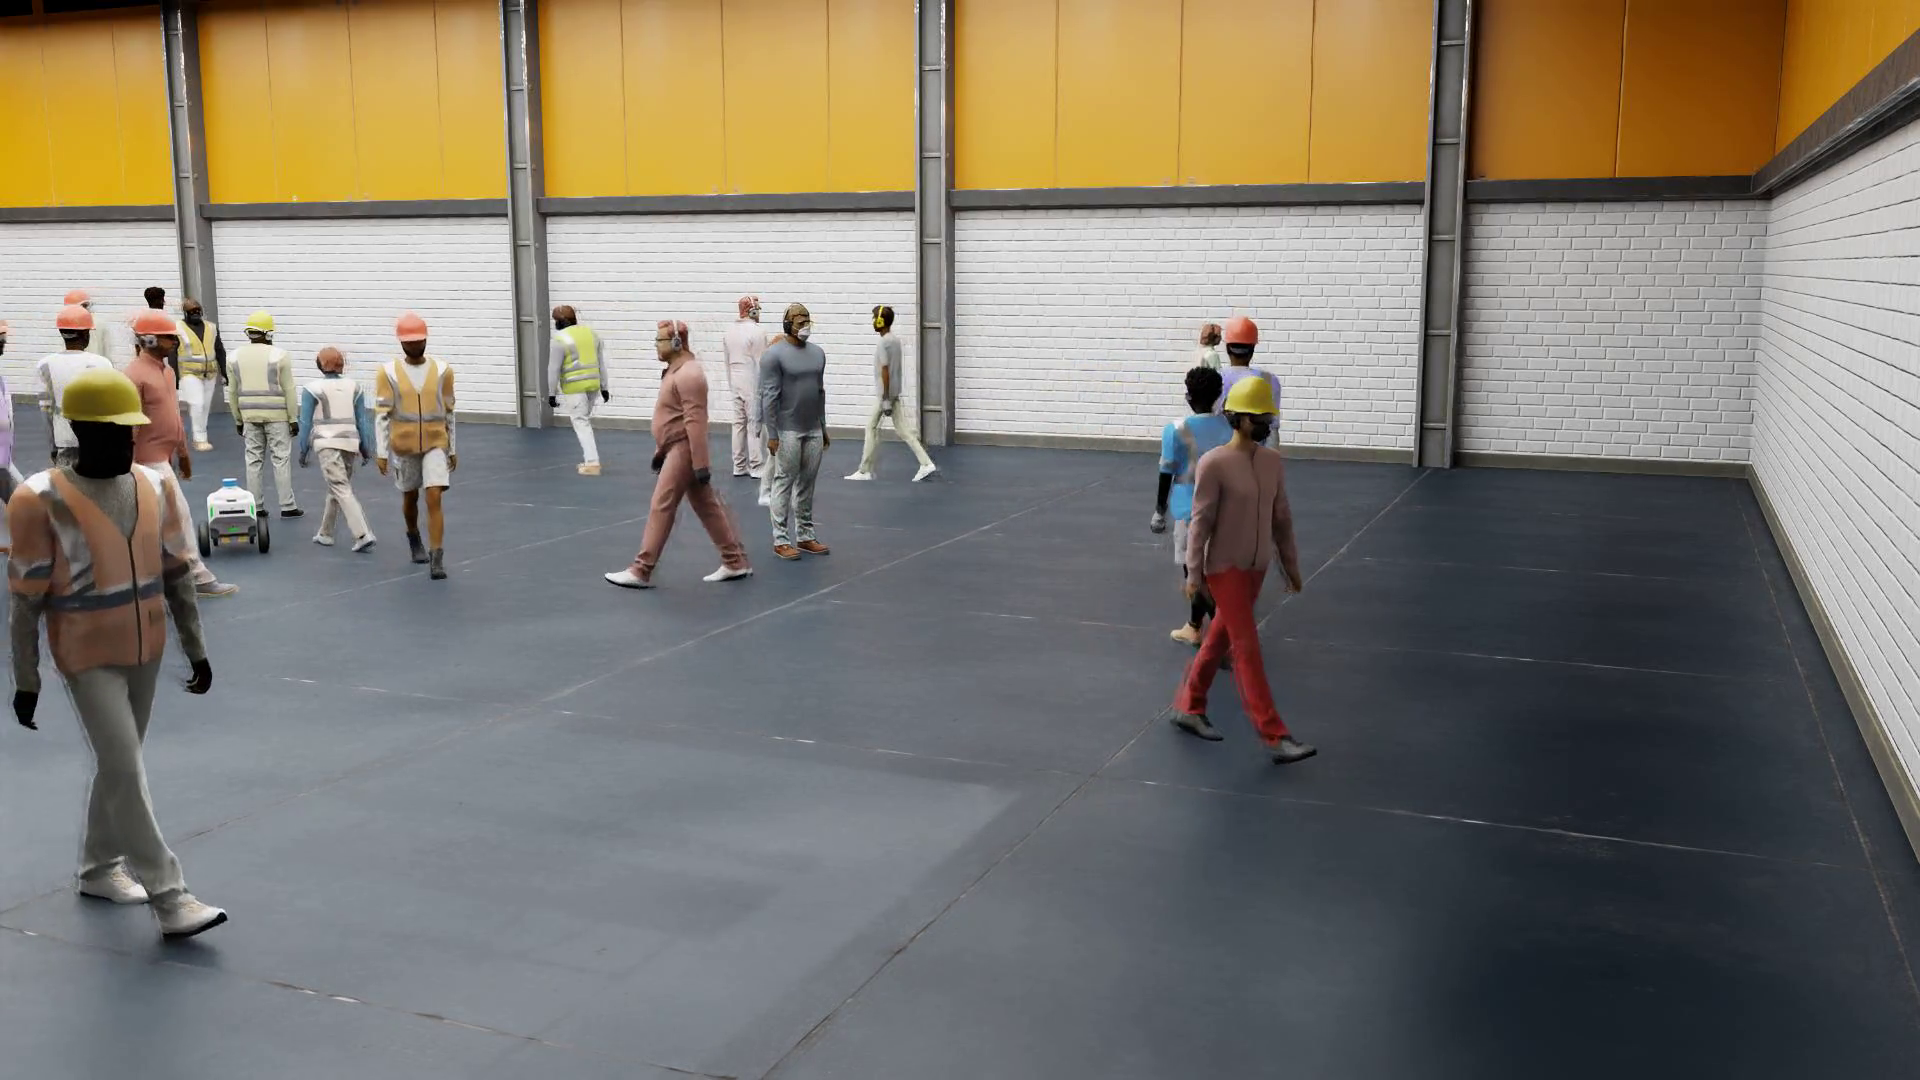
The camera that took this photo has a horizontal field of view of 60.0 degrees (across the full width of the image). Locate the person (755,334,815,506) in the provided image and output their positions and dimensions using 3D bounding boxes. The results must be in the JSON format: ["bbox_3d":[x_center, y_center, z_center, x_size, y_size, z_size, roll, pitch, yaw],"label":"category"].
[{"bbox_3d":[-1.565,-1.063,15.124,0.852,1.585,0.518,6,11,34],"label":"person"}]

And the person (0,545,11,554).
[{"bbox_3d":[-7.501,-0.816,12.670,0.469,1.920,0.627,-4,10,-21],"label":"person"}]

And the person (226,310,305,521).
[{"bbox_3d":[-6.041,-1.077,14.493,0.586,1.835,0.403,0,9,3],"label":"person"}]

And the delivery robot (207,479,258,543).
[{"bbox_3d":[-5.681,-0.234,12.971,0.477,0.478,0.707,-4,10,-24],"label":"delivery robot"}]

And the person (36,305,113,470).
[{"bbox_3d":[-6.327,-0.721,12.023,0.545,1.939,0.354,-1,9,-3],"label":"person"}]

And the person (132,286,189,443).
[{"bbox_3d":[-9.990,-2.175,20.744,0.600,1.967,0.367,3,10,19],"label":"person"}]

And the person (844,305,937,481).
[{"bbox_3d":[-0.700,-1.500,17.108,0.969,1.836,0.533,4,10,20],"label":"person"}]

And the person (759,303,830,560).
[{"bbox_3d":[-1.236,-0.825,12.646,0.359,1.938,0.635,8,12,39],"label":"person"}]

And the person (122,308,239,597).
[{"bbox_3d":[-5.445,-0.576,11.145,1.033,1.950,0.627,-1,9,-4],"label":"person"}]

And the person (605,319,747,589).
[{"bbox_3d":[-1.948,-0.592,11.505,1.003,1.851,0.669,-2,10,-11],"label":"person"}]

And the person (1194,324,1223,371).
[{"bbox_3d":[2.684,-1.472,17.603,0.840,1.600,0.526,-1,9,-6],"label":"person"}]

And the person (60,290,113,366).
[{"bbox_3d":[-10.254,-1.952,19.512,1.062,1.939,0.623,2,10,10],"label":"person"}]

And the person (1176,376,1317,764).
[{"bbox_3d":[1.302,0.126,7.512,0.534,1.717,0.910,-7,12,-38],"label":"person"}]

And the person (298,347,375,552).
[{"bbox_3d":[-4.862,-0.708,12.989,0.844,1.595,0.534,7,12,37],"label":"person"}]

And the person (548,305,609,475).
[{"bbox_3d":[-4.044,-1.585,17.660,0.570,1.803,0.644,5,11,30],"label":"person"}]

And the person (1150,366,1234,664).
[{"bbox_3d":[1.405,-0.148,9.382,0.527,1.660,0.809,-5,11,-27],"label":"person"}]

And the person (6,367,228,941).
[{"bbox_3d":[-2.760,0.376,5.550,0.887,1.883,0.612,4,10,23],"label":"person"}]

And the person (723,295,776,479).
[{"bbox_3d":[-2.181,-1.595,17.410,0.406,1.911,0.636,-9,13,-43],"label":"person"}]

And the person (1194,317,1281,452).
[{"bbox_3d":[1.801,-0.507,10.892,0.563,1.886,0.986,2,10,10],"label":"person"}]

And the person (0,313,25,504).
[{"bbox_3d":[-6.276,-0.534,10.791,1.094,1.984,0.617,-1,9,-8],"label":"person"}]

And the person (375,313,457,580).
[{"bbox_3d":[-3.946,-0.702,12.089,0.560,1.897,0.975,-4,10,-21],"label":"person"}]

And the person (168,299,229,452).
[{"bbox_3d":[-9.070,-1.963,19.912,0.686,1.813,0.635,6,11,34],"label":"person"}]
